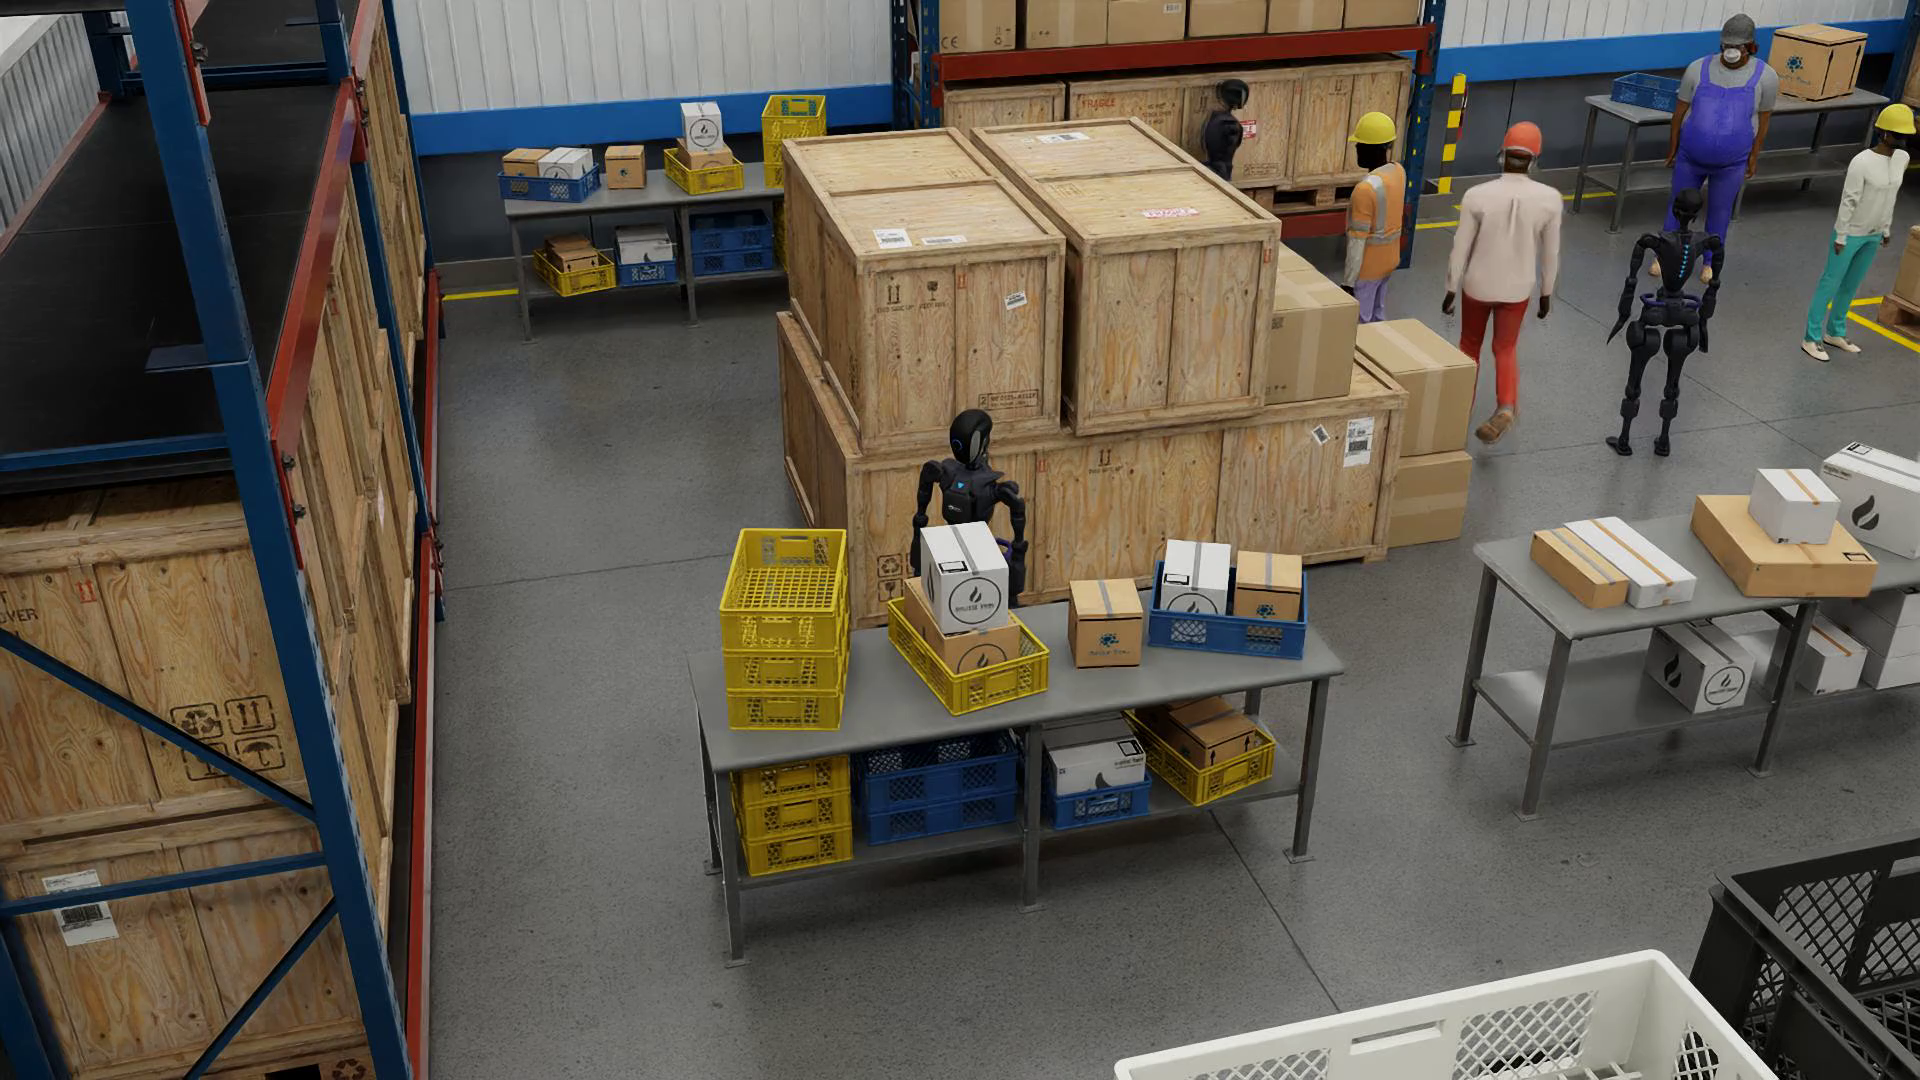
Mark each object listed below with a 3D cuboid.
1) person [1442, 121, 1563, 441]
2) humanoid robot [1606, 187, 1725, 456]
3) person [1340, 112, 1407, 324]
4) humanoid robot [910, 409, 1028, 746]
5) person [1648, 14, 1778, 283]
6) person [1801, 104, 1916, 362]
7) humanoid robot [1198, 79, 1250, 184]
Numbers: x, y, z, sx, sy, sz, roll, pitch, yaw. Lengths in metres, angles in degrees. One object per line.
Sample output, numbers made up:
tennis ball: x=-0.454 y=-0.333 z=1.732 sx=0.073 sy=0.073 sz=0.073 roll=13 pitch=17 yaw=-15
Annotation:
person: x=3.298 y=-1.531 z=10.143 sx=0.647 sy=1.963 sz=0.745 roll=6 pitch=29 yaw=10
humanoid robot: x=4.244 y=-1.314 z=10.027 sx=0.585 sy=1.657 sz=0.331 roll=3 pitch=29 yaw=5
person: x=2.583 y=-1.765 z=10.617 sx=0.405 sy=1.918 sz=0.582 roll=19 pitch=34 yaw=30
humanoid robot: x=0.035 y=0.196 z=7.287 sx=0.583 sy=1.657 sz=0.329 roll=14 pitch=32 yaw=24
person: x=5.738 y=-2.964 z=12.662 sx=0.687 sy=2.000 sz=0.536 roll=14 pitch=32 yaw=24
person: x=6.181 y=-2.101 z=11.377 sx=0.524 sy=1.768 sz=0.324 roll=-12 pitch=31 yaw=-21
humanoid robot: x=1.917 y=-2.613 z=12.421 sx=0.627 sy=1.628 sz=0.573 roll=-7 pitch=30 yaw=-12
